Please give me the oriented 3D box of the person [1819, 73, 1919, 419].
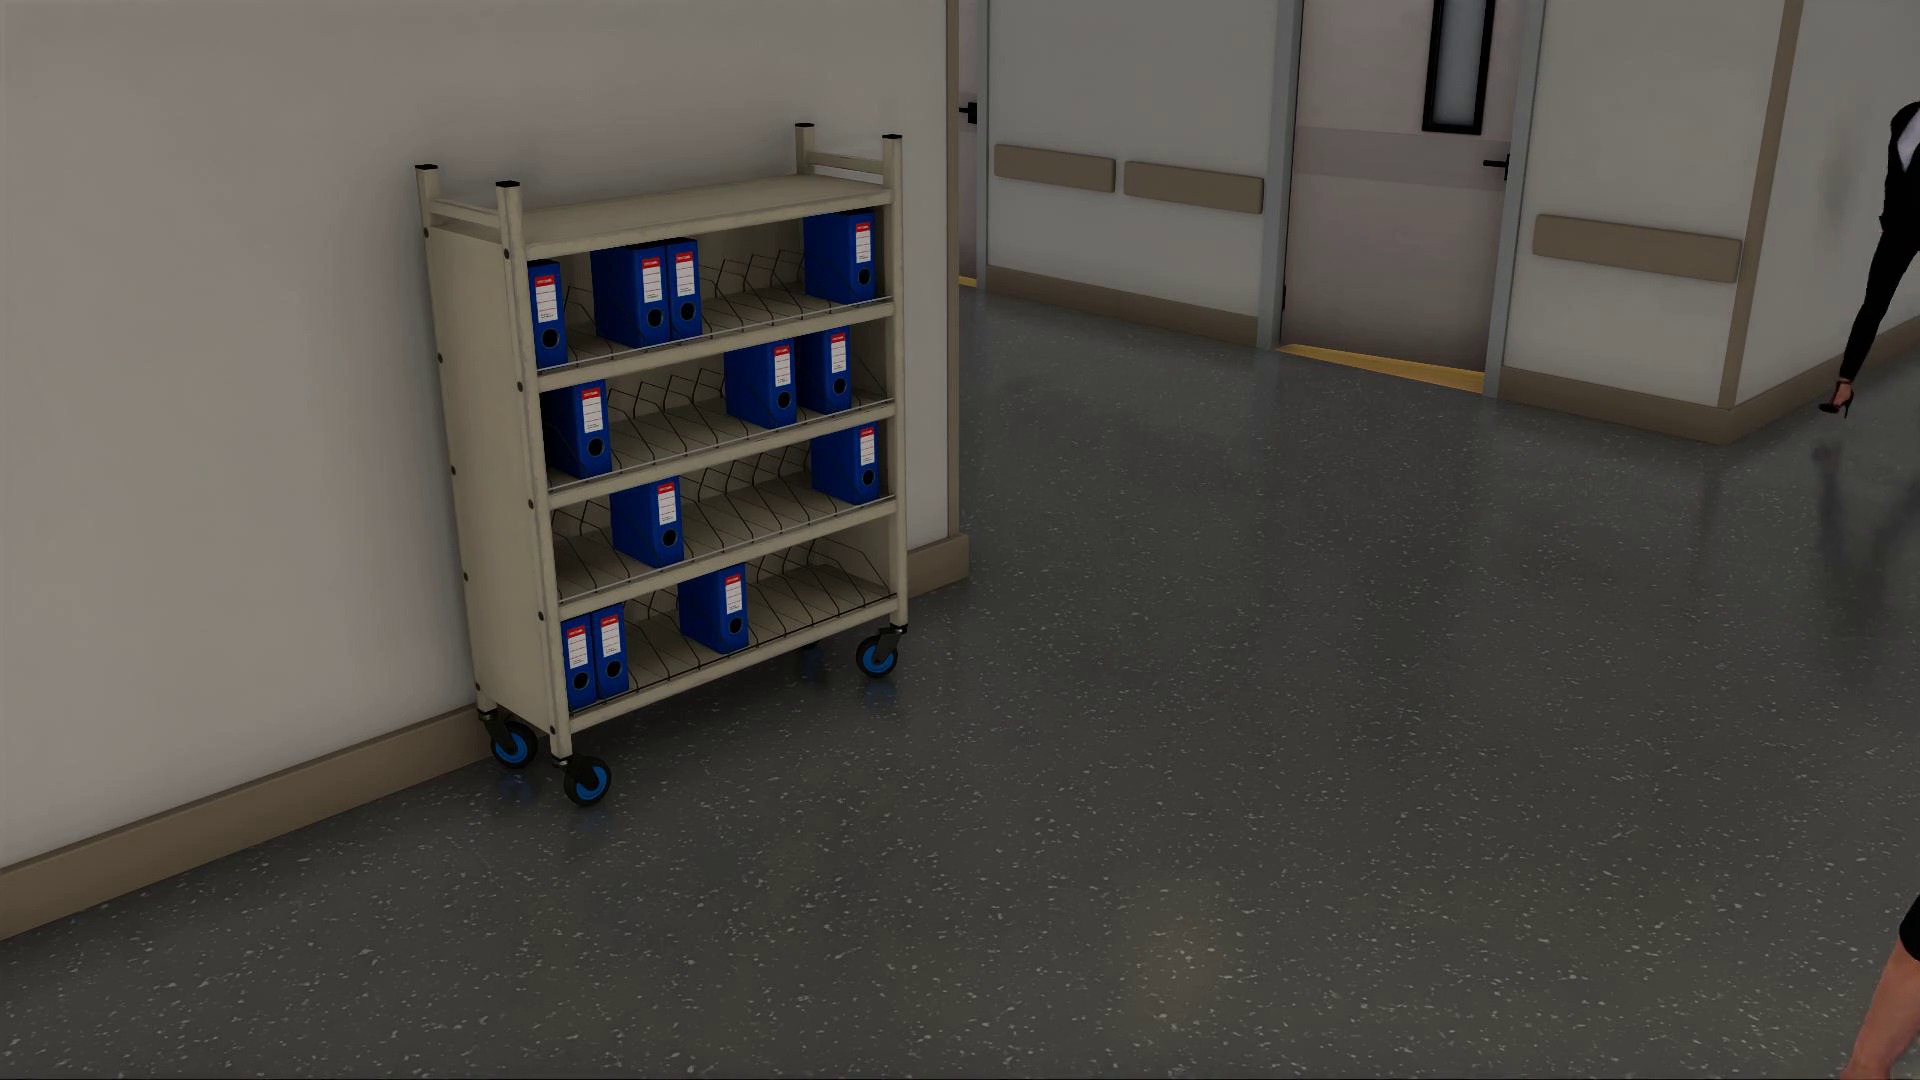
[{"bbox_3d":[4.361,-1.329,7.433,1.197,1.648,0.915,-7,22,-17],"label":"person"}]
